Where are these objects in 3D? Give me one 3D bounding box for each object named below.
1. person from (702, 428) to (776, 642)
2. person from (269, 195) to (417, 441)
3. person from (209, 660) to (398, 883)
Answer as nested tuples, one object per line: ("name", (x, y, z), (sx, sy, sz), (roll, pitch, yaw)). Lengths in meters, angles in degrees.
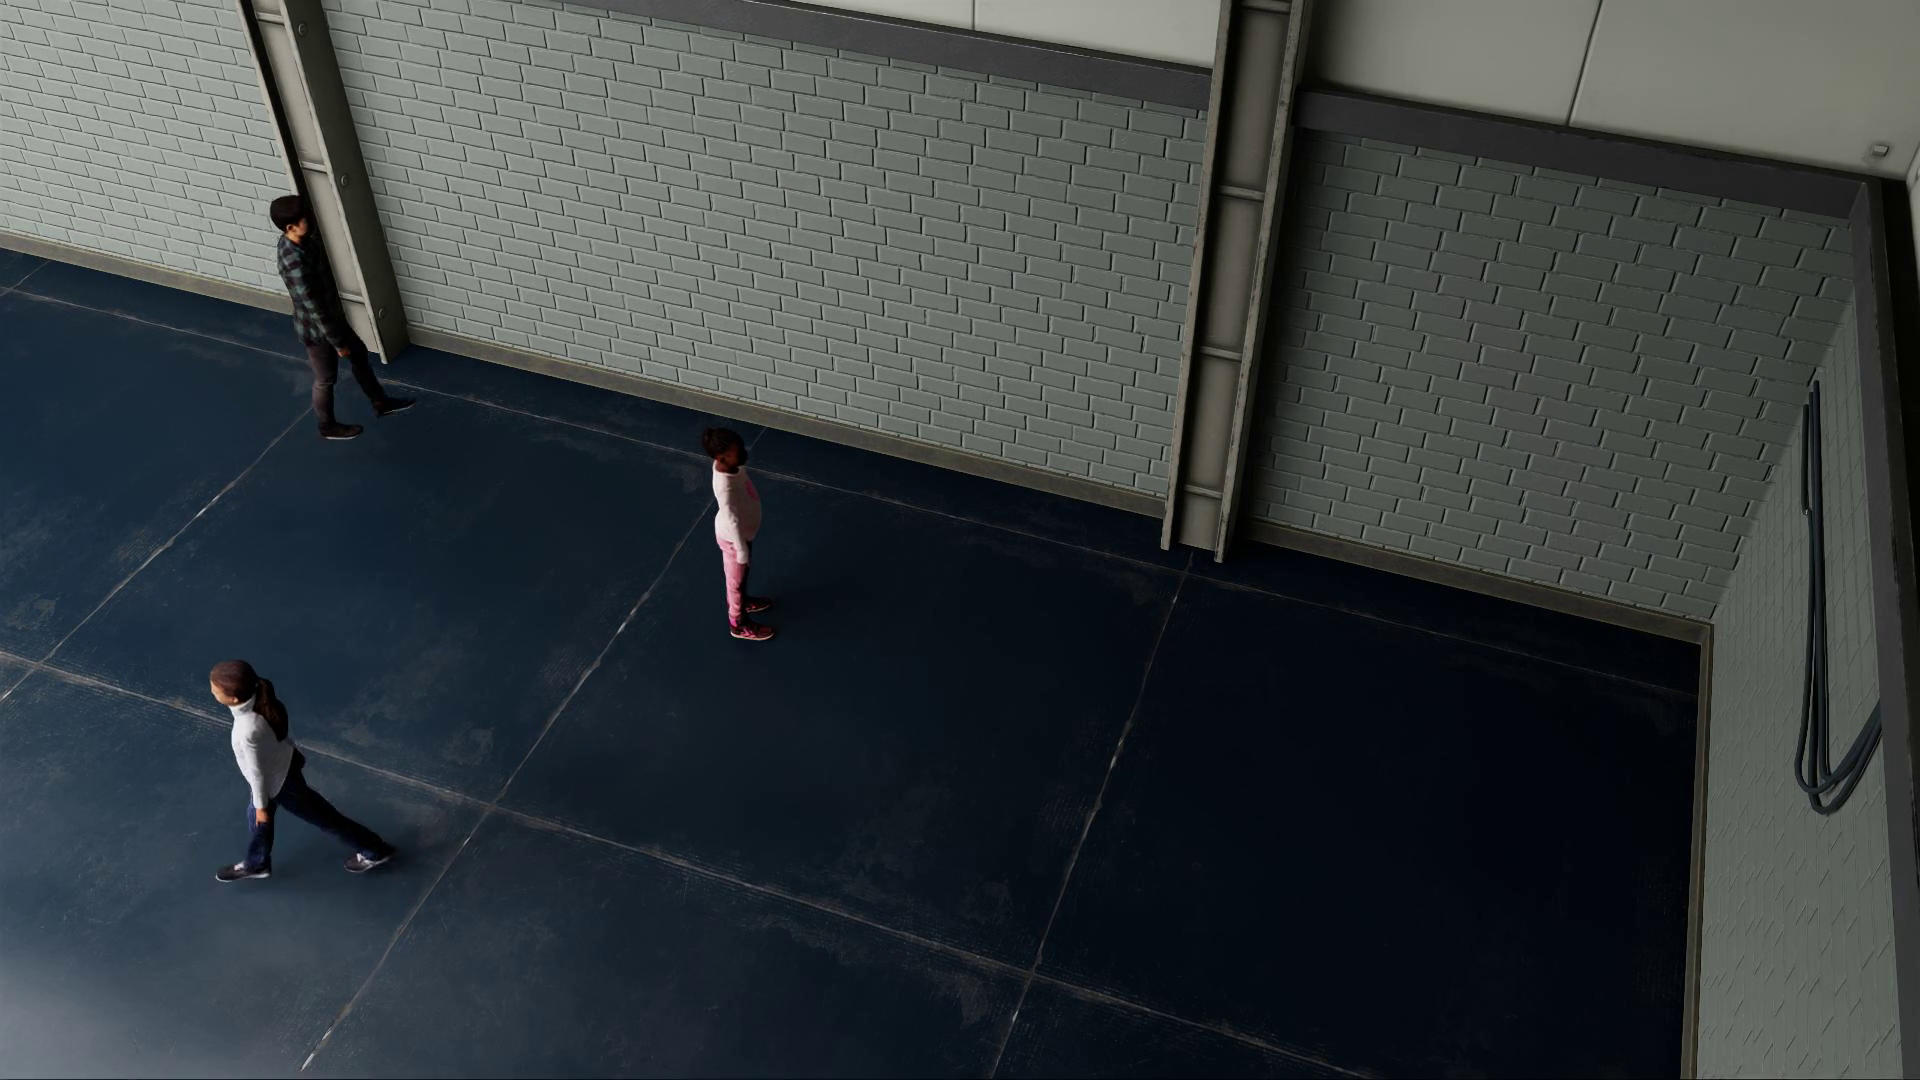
("person", (-1.262, -0.059, 9.326), (0.635, 1.441, 0.625), (-5, 42, -5))
("person", (-3.934, -1.320, 10.044), (1.005, 1.697, 0.939), (-9, 43, -10))
("person", (-3.166, 1.136, 7.958), (1.136, 1.511, 0.946), (-9, 43, -10))
